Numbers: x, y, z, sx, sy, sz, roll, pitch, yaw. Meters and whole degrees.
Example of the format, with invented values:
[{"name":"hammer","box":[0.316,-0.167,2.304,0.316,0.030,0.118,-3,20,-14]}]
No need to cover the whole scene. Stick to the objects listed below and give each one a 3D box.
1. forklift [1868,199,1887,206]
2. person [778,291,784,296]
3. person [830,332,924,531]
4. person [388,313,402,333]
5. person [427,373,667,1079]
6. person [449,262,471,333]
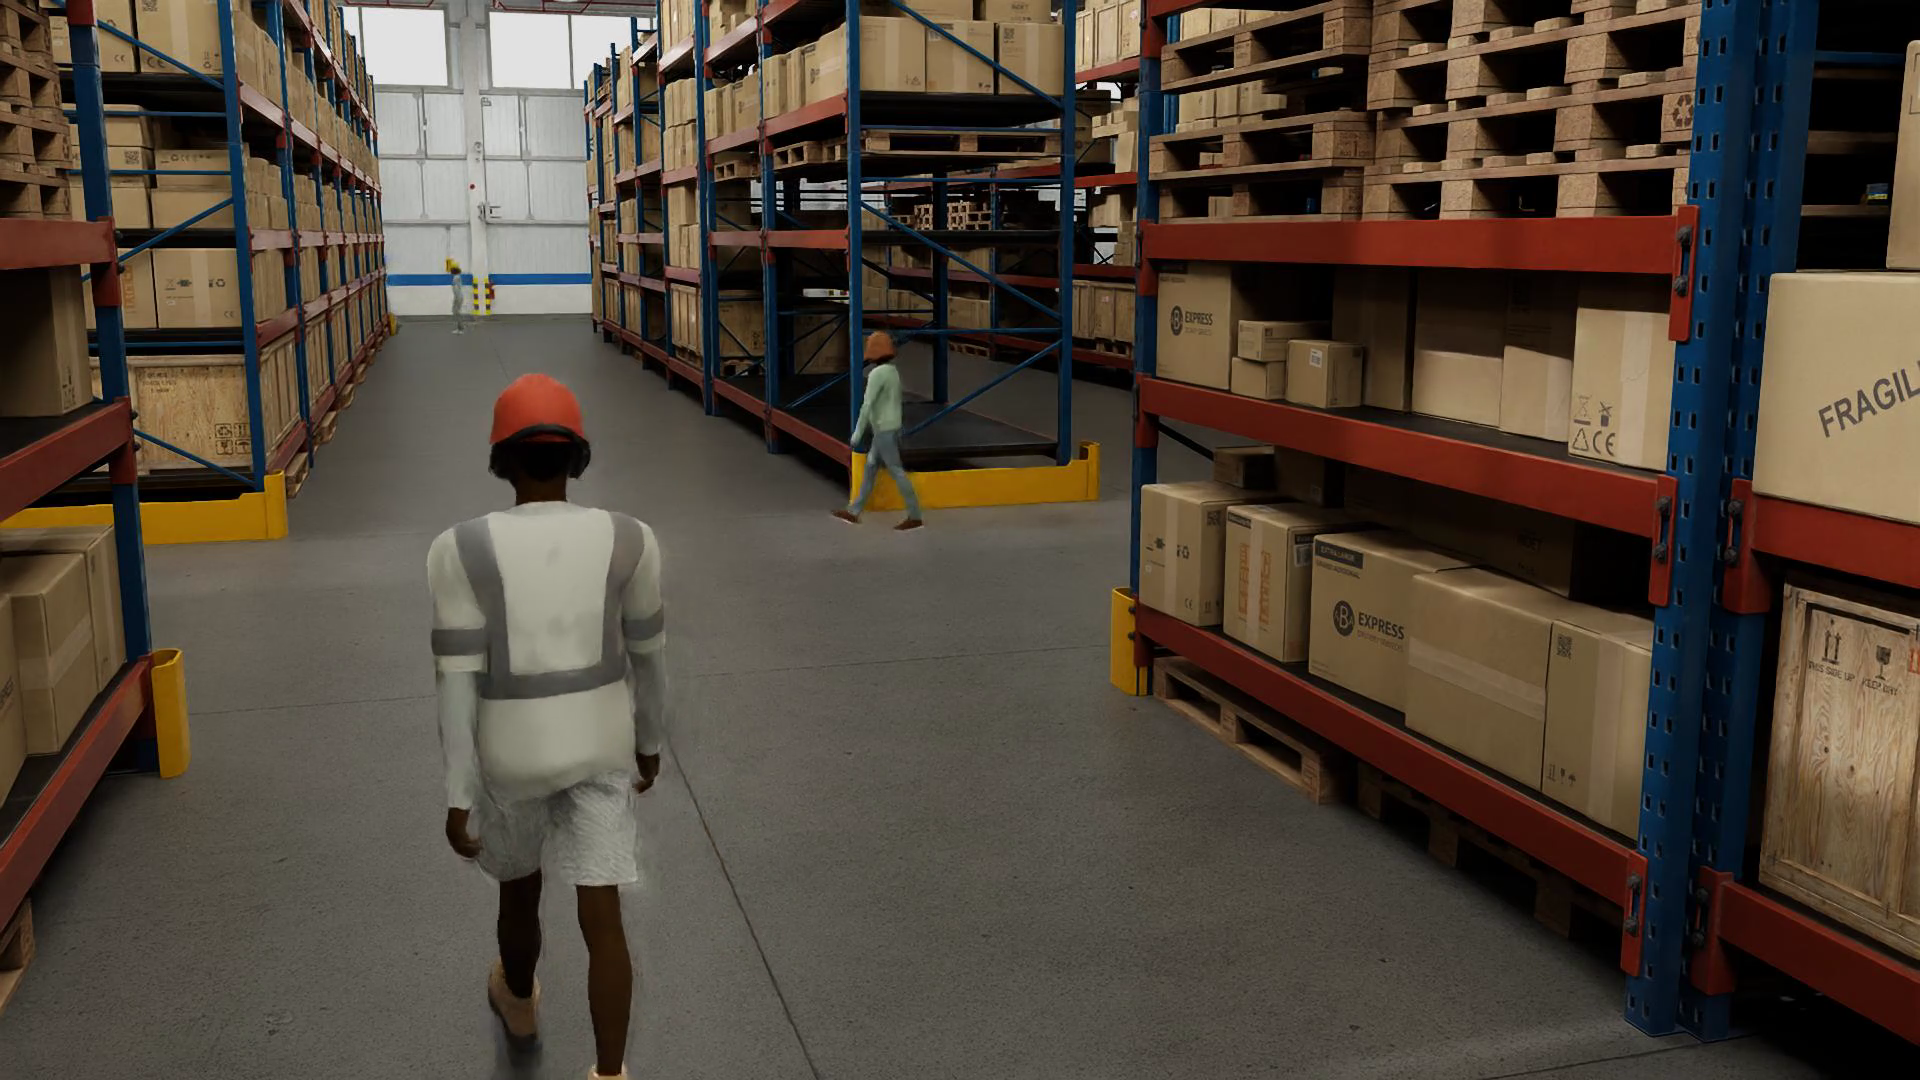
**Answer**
[{"name":"forklift","box":[11.338,-2.915,21.052,1.129,2.768,1.873,-3,11,-17]},{"name":"person","box":[-3.930,-5.295,37.097,0.642,1.788,0.976,-3,11,-15]},{"name":"person","box":[-0.659,-0.866,13.355,0.845,1.587,0.517,3,11,14]},{"name":"person","box":[-14.049,-5.946,40.340,0.931,1.905,0.643,-1,10,-6]},{"name":"person","box":[-1.093,0.552,4.480,0.633,1.986,1.040,-5,11,-24]},{"name":"person","box":[-12.302,-5.924,40.711,0.392,1.731,0.487,-3,11,-18]}]
